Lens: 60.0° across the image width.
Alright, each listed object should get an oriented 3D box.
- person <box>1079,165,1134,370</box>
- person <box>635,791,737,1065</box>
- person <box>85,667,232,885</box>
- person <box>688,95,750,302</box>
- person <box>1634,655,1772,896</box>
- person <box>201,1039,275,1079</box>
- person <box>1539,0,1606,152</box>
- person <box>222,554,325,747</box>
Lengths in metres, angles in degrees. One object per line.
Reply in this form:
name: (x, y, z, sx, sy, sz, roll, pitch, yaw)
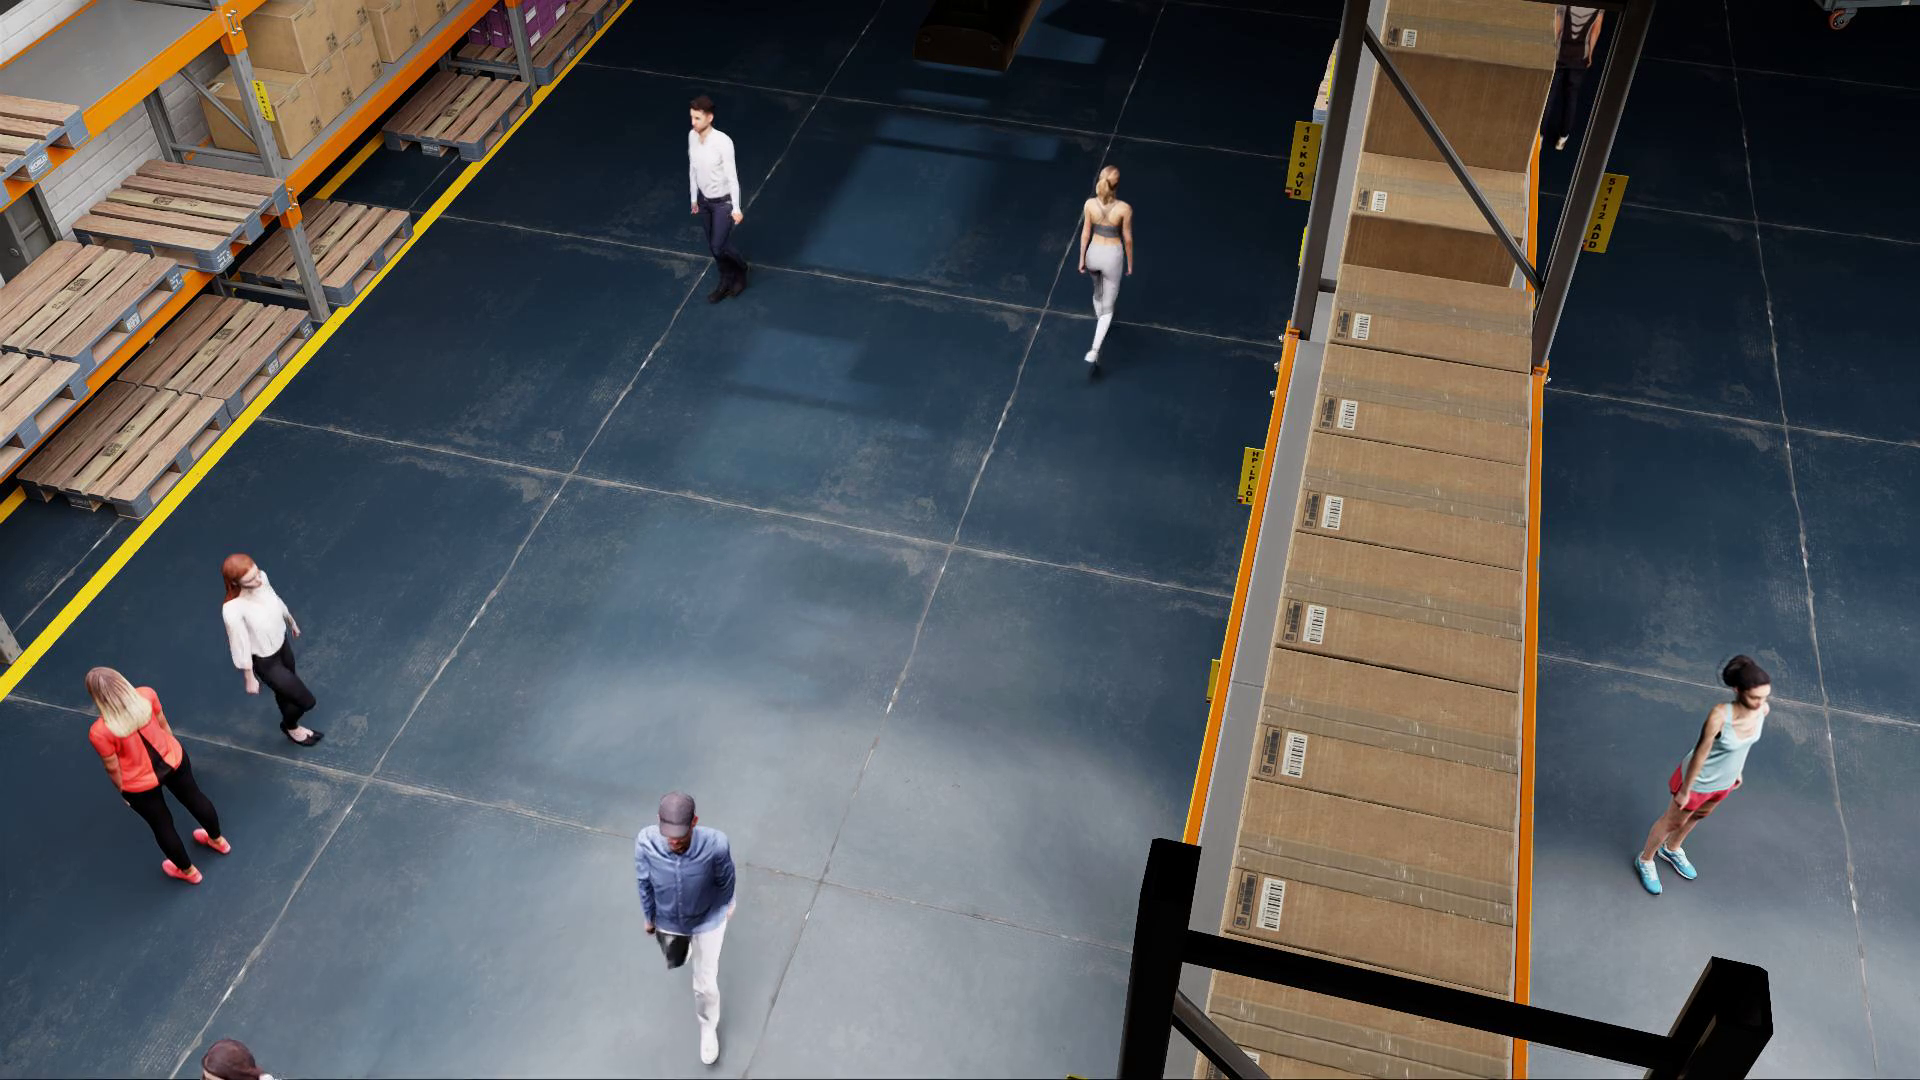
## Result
person: (1.121, -2.134, 13.108, 0.631, 1.676, 1.103, 14, 45, 15)
person: (-1.428, 1.896, 8.745, 0.785, 1.860, 1.121, 2, 44, 2)
person: (-4.585, 1.318, 9.472, 0.700, 1.694, 0.563, 23, 48, 22)
person: (-1.944, -2.840, 13.722, 0.768, 1.852, 0.815, 29, 51, 27)
person: (4.233, 1.338, 9.400, 0.702, 1.764, 0.740, -15, 46, -16)
person: (-3.257, 2.821, 7.979, 0.670, 1.576, 1.069, 7, 44, 7)
person: (5.653, -4.513, 15.446, 0.683, 1.896, 0.630, 2, 44, 2)
person: (-4.244, 0.722, 10.063, 0.800, 1.741, 0.629, 0, 44, 0)
